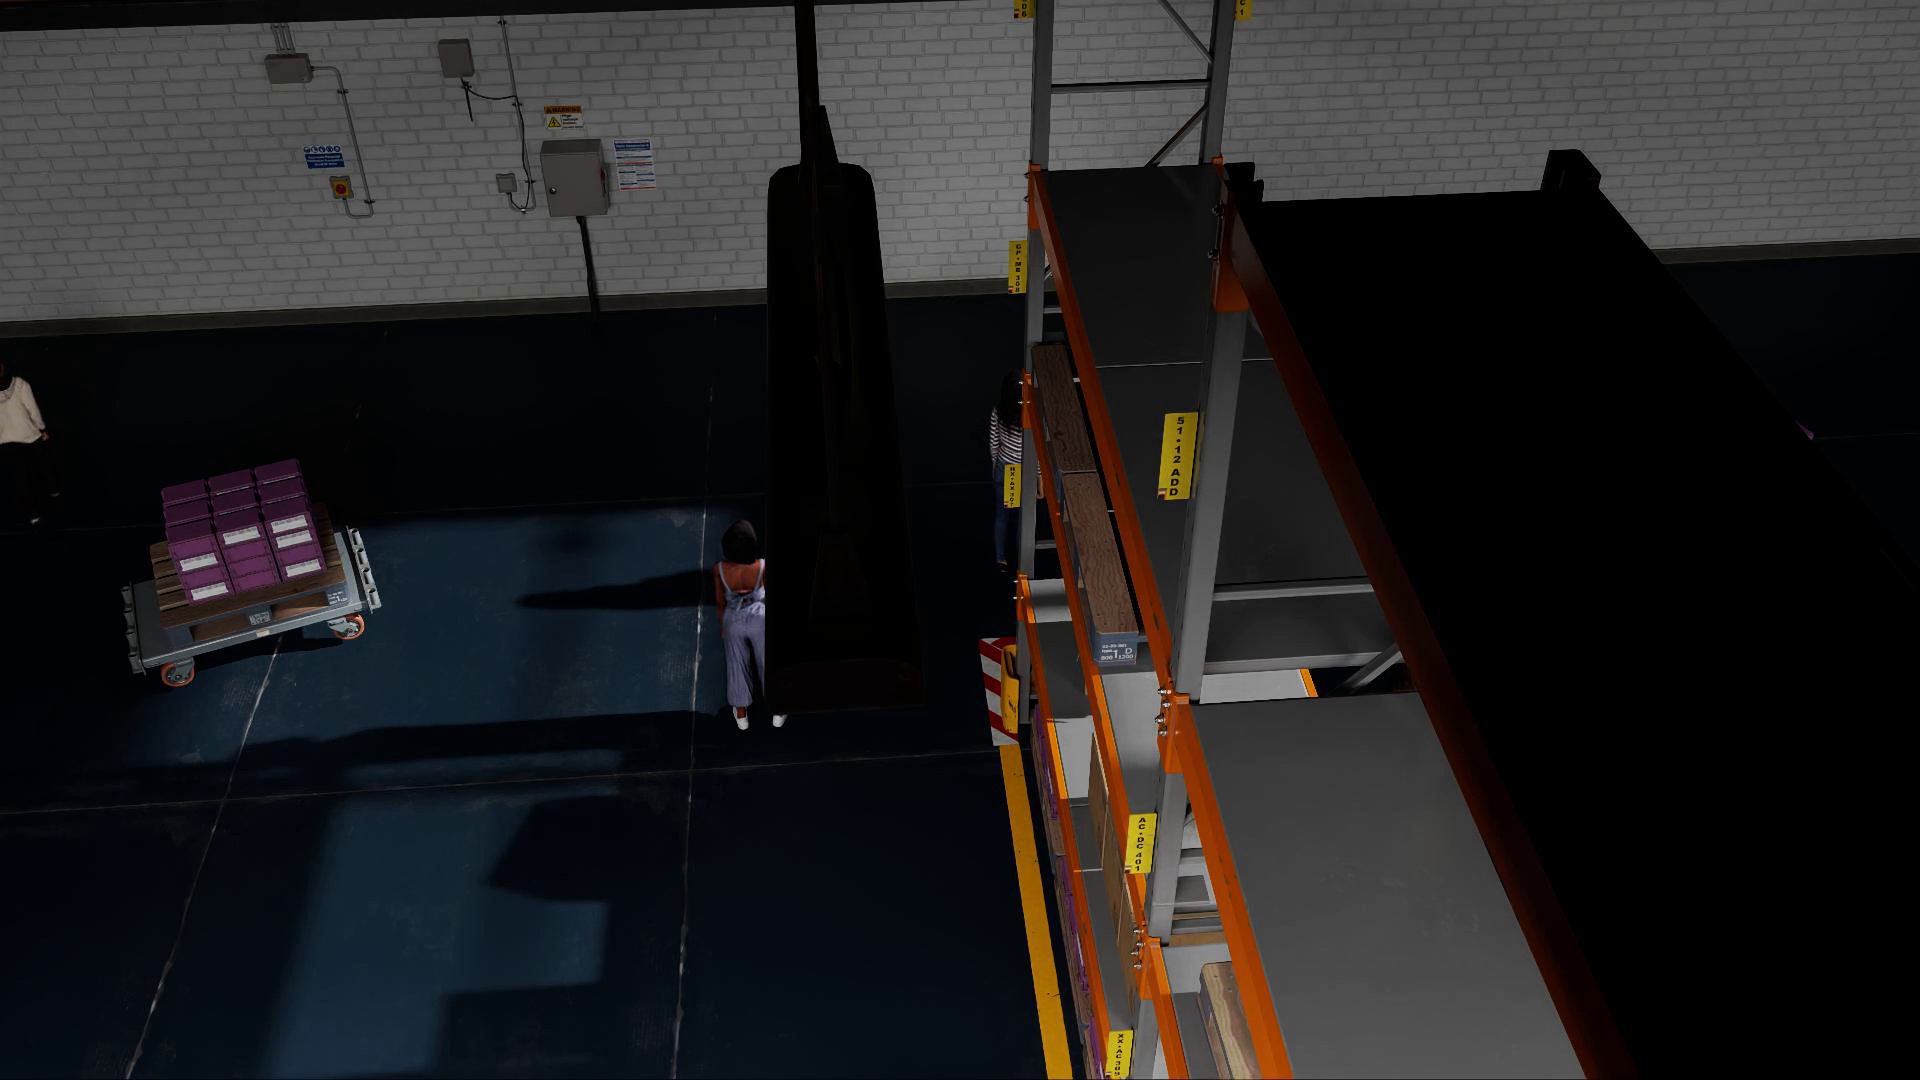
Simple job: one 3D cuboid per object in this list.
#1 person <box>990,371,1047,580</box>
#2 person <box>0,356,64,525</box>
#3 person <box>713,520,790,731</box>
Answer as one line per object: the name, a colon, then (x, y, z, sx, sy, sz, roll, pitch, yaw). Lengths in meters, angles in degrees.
person: (0.403, -0.439, 11.960, 0.637, 1.797, 0.675, 24, 44, 27)
person: (-7.196, -0.779, 12.672, 0.739, 1.440, 0.997, -12, 40, -15)
person: (-1.361, 0.555, 10.796, 0.569, 1.696, 0.520, -2, 39, -2)
